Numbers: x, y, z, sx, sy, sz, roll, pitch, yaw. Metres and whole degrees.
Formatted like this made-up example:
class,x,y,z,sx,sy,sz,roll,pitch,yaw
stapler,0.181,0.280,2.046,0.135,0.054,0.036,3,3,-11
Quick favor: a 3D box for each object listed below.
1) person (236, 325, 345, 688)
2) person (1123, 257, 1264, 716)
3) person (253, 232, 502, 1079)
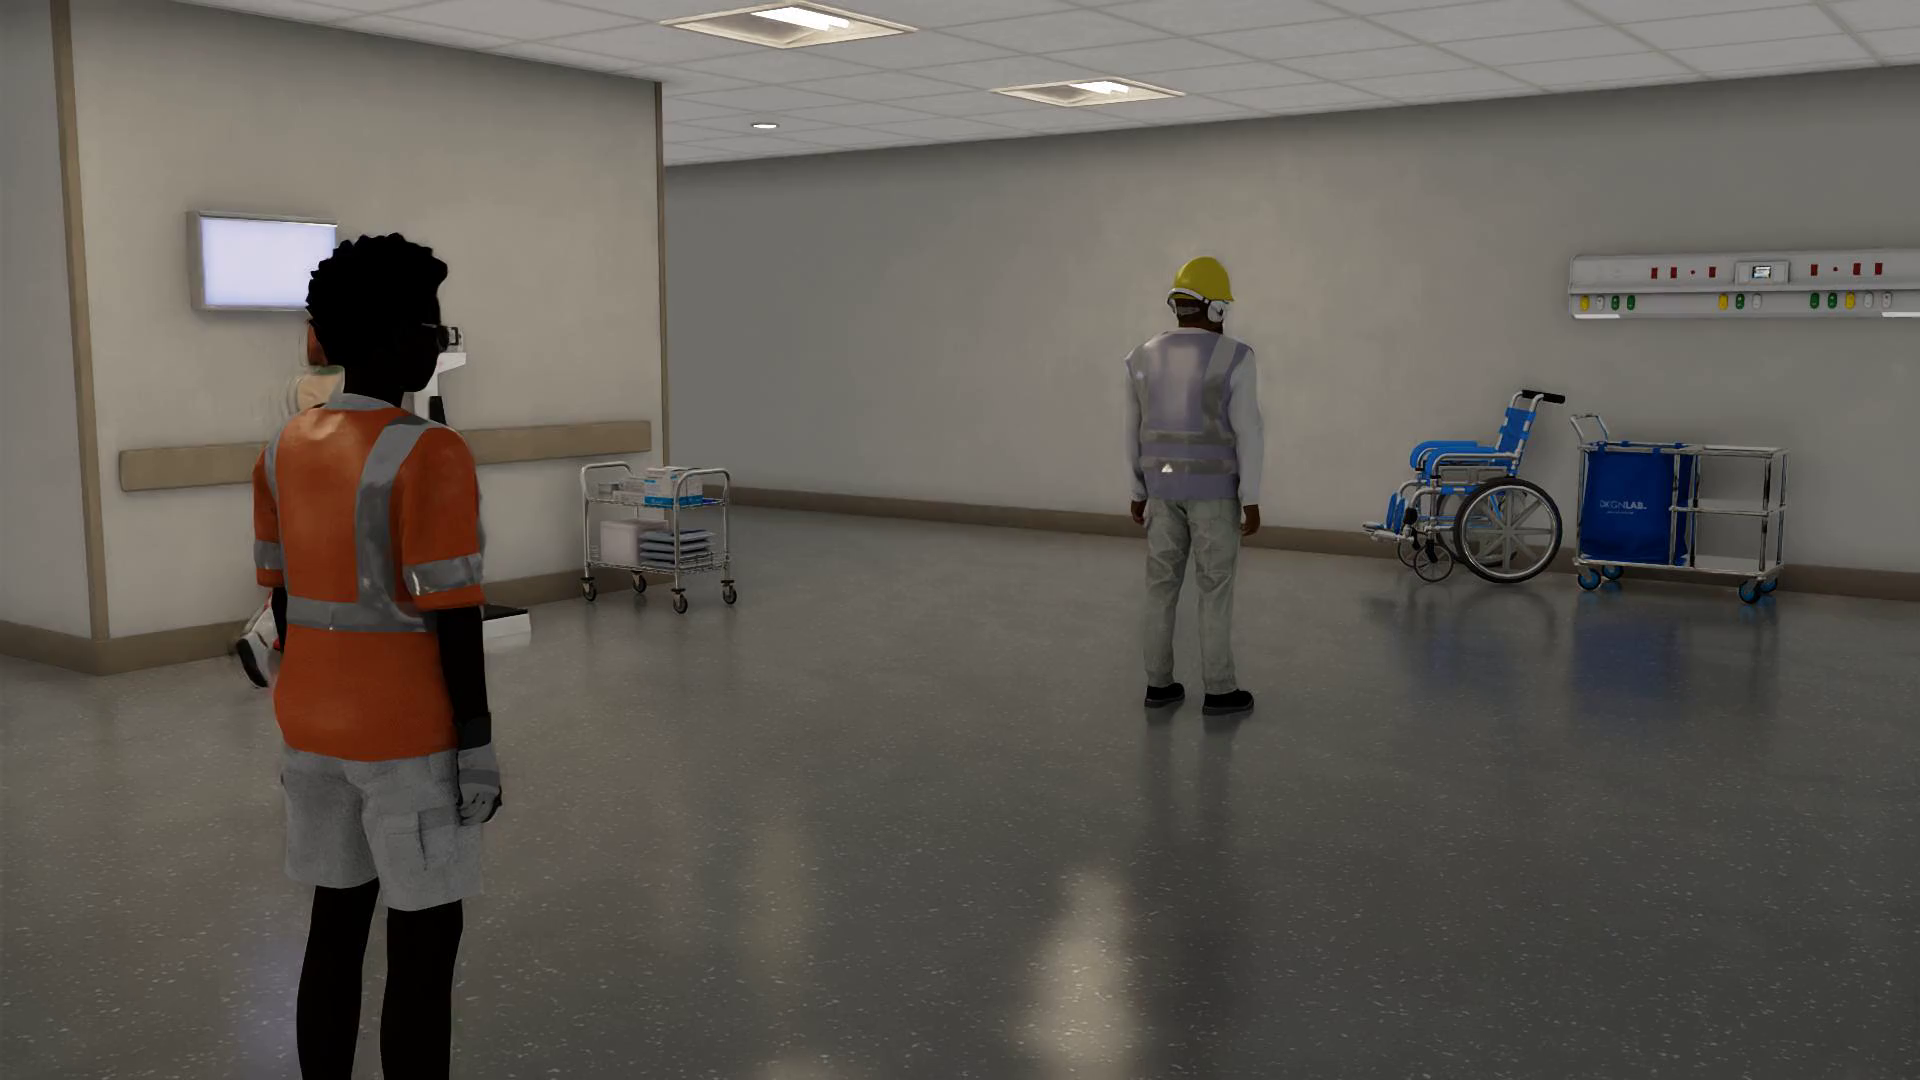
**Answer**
class,x,y,z,sx,sy,sz,roll,pitch,yaw
person,-2.726,-0.157,7.095,0.516,1.622,0.693,5,9,35
person,0.951,-0.214,6.703,0.602,1.830,0.404,5,9,36
person,-0.981,0.330,2.863,0.541,1.696,0.316,5,9,36
